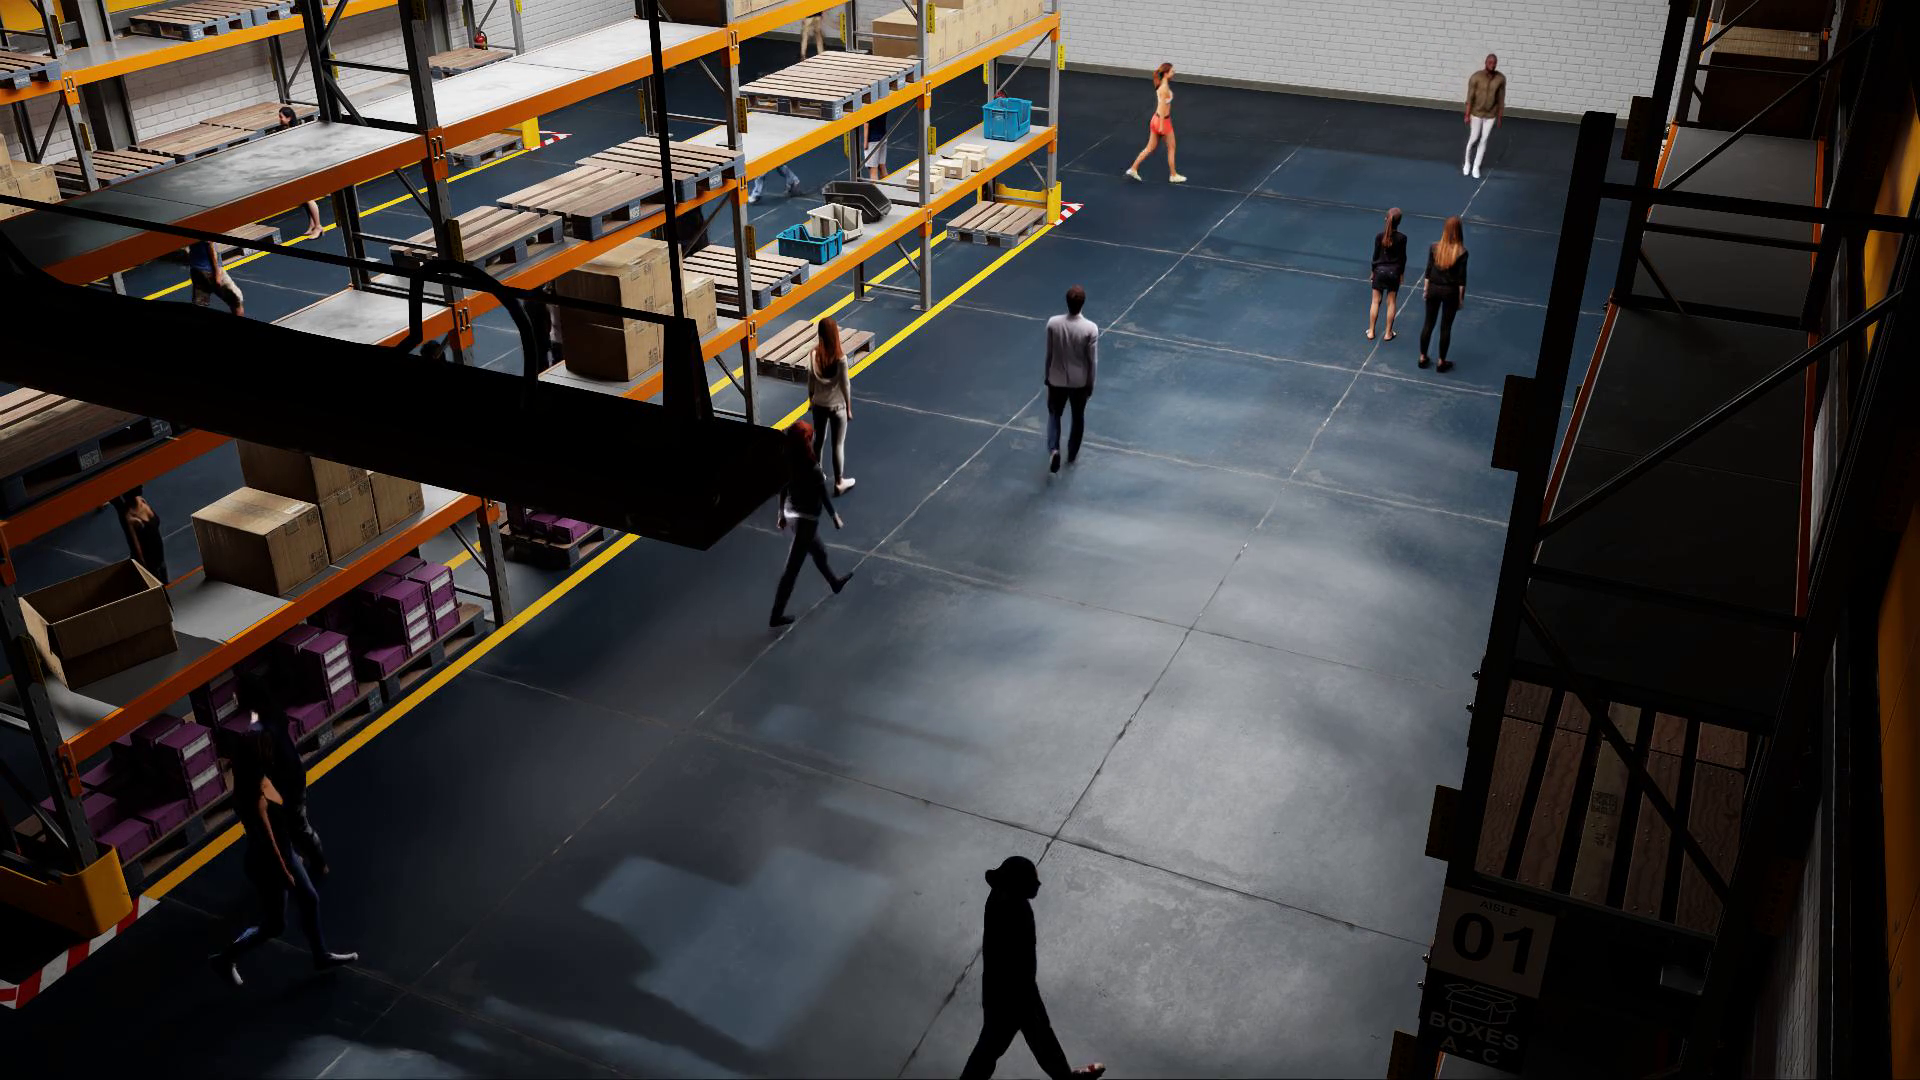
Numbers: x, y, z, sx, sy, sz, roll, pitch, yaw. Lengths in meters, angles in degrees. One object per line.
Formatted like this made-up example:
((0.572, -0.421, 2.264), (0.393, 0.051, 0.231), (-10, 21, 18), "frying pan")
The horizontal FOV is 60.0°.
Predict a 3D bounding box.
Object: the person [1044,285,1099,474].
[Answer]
((1.024, -1.516, 15.937), (0.844, 1.835, 1.104), (5, 29, 10), "person")

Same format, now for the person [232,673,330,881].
((-4.216, 1.508, 10.531), (0.817, 1.702, 0.772), (-13, 31, -23), "person")

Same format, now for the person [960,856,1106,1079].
((0.182, 2.408, 8.860), (0.964, 1.722, 1.097), (0, 29, 1), "person")

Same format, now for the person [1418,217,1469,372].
((5.289, -2.703, 18.242), (0.646, 1.710, 0.584), (18, 34, 30), "person")

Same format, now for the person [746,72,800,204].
((-2.694, -5.738, 23.691), (1.276, 1.820, 1.101), (-15, 32, -26), "person")

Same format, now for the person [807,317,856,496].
((-1.232, -1.252, 15.589), (0.593, 1.703, 0.532), (14, 32, 24), "person")

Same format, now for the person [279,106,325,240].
((-8.823, -4.909, 22.225), (0.803, 1.769, 0.777), (-18, 33, -30), "person")

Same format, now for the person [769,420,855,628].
((-1.332, -0.071, 13.409), (1.251, 1.718, 0.893), (-25, 37, -38), "person")

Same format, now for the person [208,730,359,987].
((-4.126, 1.932, 9.778), (1.027, 1.678, 1.055), (-4, 29, -7), "person")

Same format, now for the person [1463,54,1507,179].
((7.799, -6.352, 24.823), (0.812, 1.814, 0.779), (2, 29, 4), "person")

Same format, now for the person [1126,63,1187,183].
((2.859, -6.093, 24.410), (1.067, 1.756, 1.141), (-4, 29, -8), "person")

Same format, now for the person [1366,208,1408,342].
((4.894, -3.056, 19.050), (0.560, 1.556, 0.573), (9, 30, 16), "person")

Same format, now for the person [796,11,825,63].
((-2.722, -9.744, 31.031), (1.075, 1.825, 1.091), (-14, 32, -24), "person")
